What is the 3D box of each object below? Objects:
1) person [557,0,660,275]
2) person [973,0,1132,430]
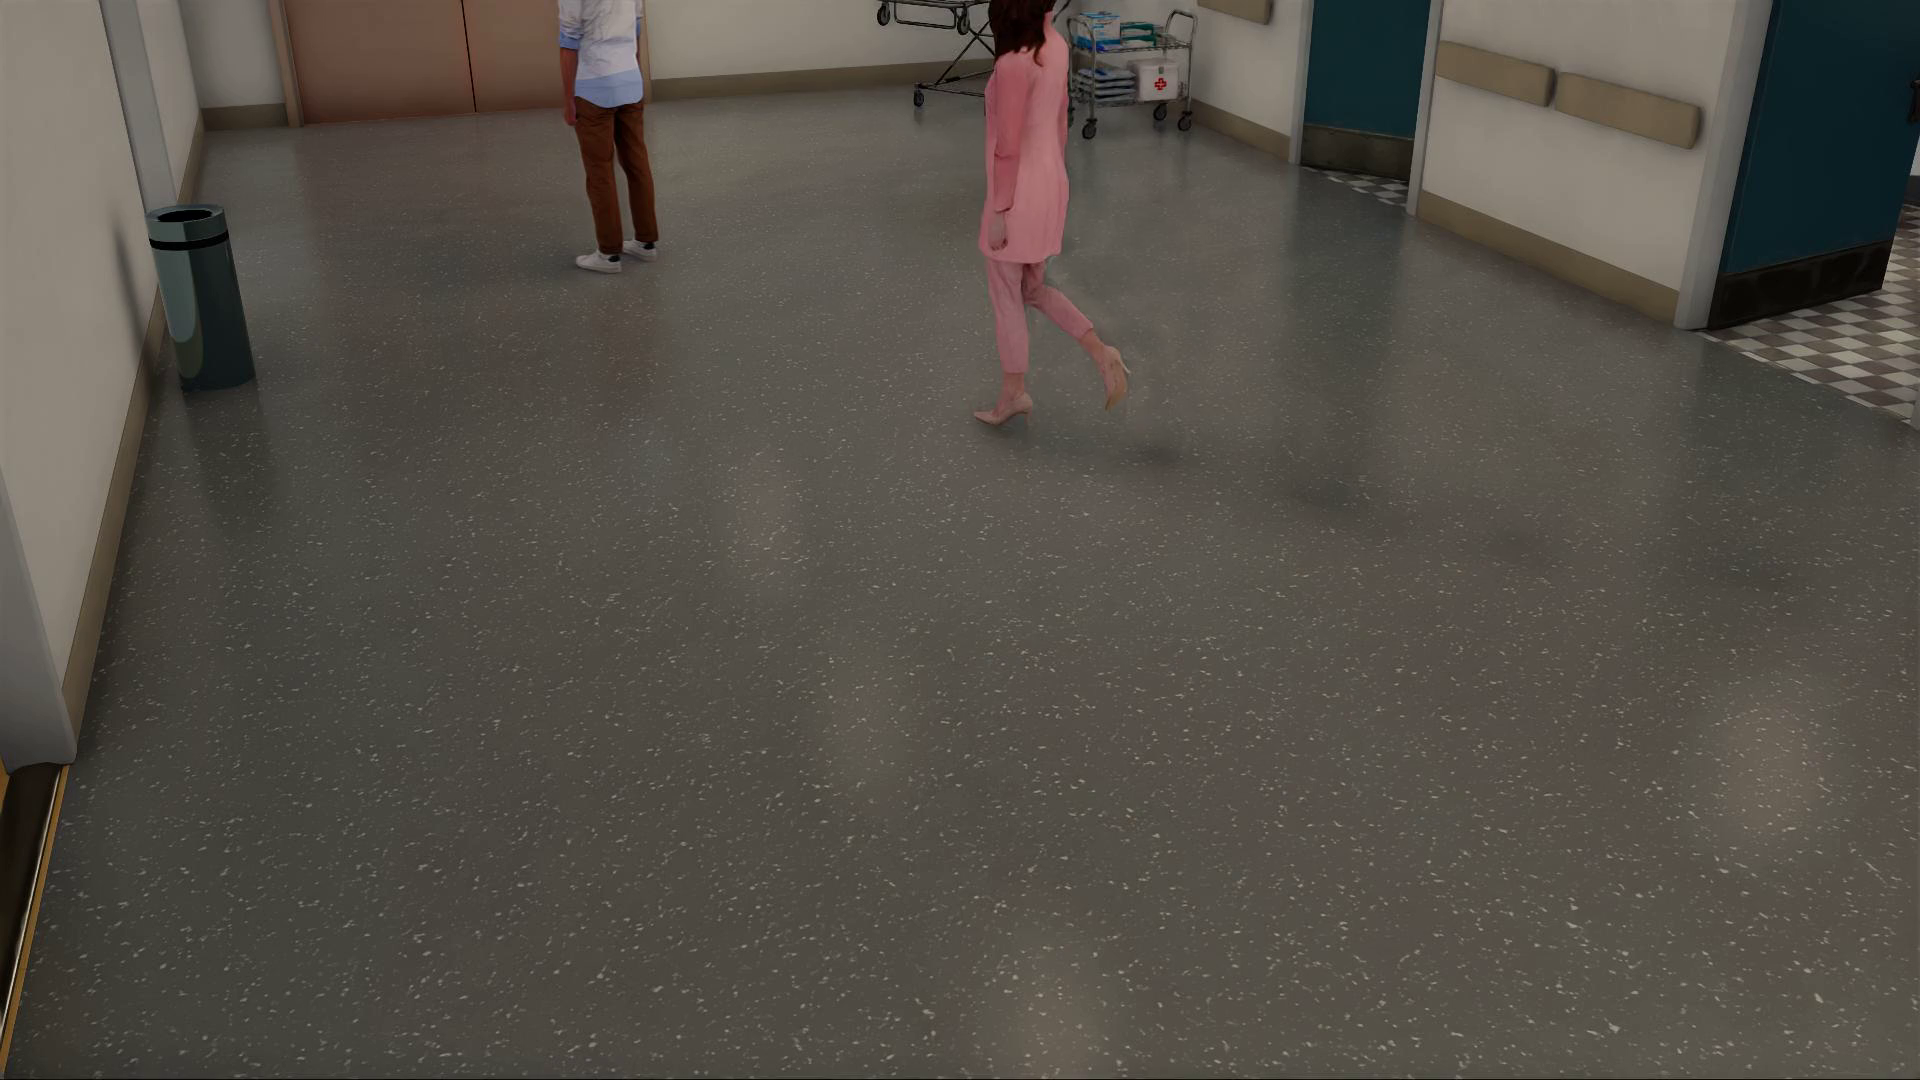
[{"bbox_3d":[-1.752,-2.257,8.233,0.778,1.821,0.757,16,30,30],"label":"person"},{"bbox_3d":[0.321,-1.218,6.117,1.004,1.788,0.924,14,29,26],"label":"person"}]
